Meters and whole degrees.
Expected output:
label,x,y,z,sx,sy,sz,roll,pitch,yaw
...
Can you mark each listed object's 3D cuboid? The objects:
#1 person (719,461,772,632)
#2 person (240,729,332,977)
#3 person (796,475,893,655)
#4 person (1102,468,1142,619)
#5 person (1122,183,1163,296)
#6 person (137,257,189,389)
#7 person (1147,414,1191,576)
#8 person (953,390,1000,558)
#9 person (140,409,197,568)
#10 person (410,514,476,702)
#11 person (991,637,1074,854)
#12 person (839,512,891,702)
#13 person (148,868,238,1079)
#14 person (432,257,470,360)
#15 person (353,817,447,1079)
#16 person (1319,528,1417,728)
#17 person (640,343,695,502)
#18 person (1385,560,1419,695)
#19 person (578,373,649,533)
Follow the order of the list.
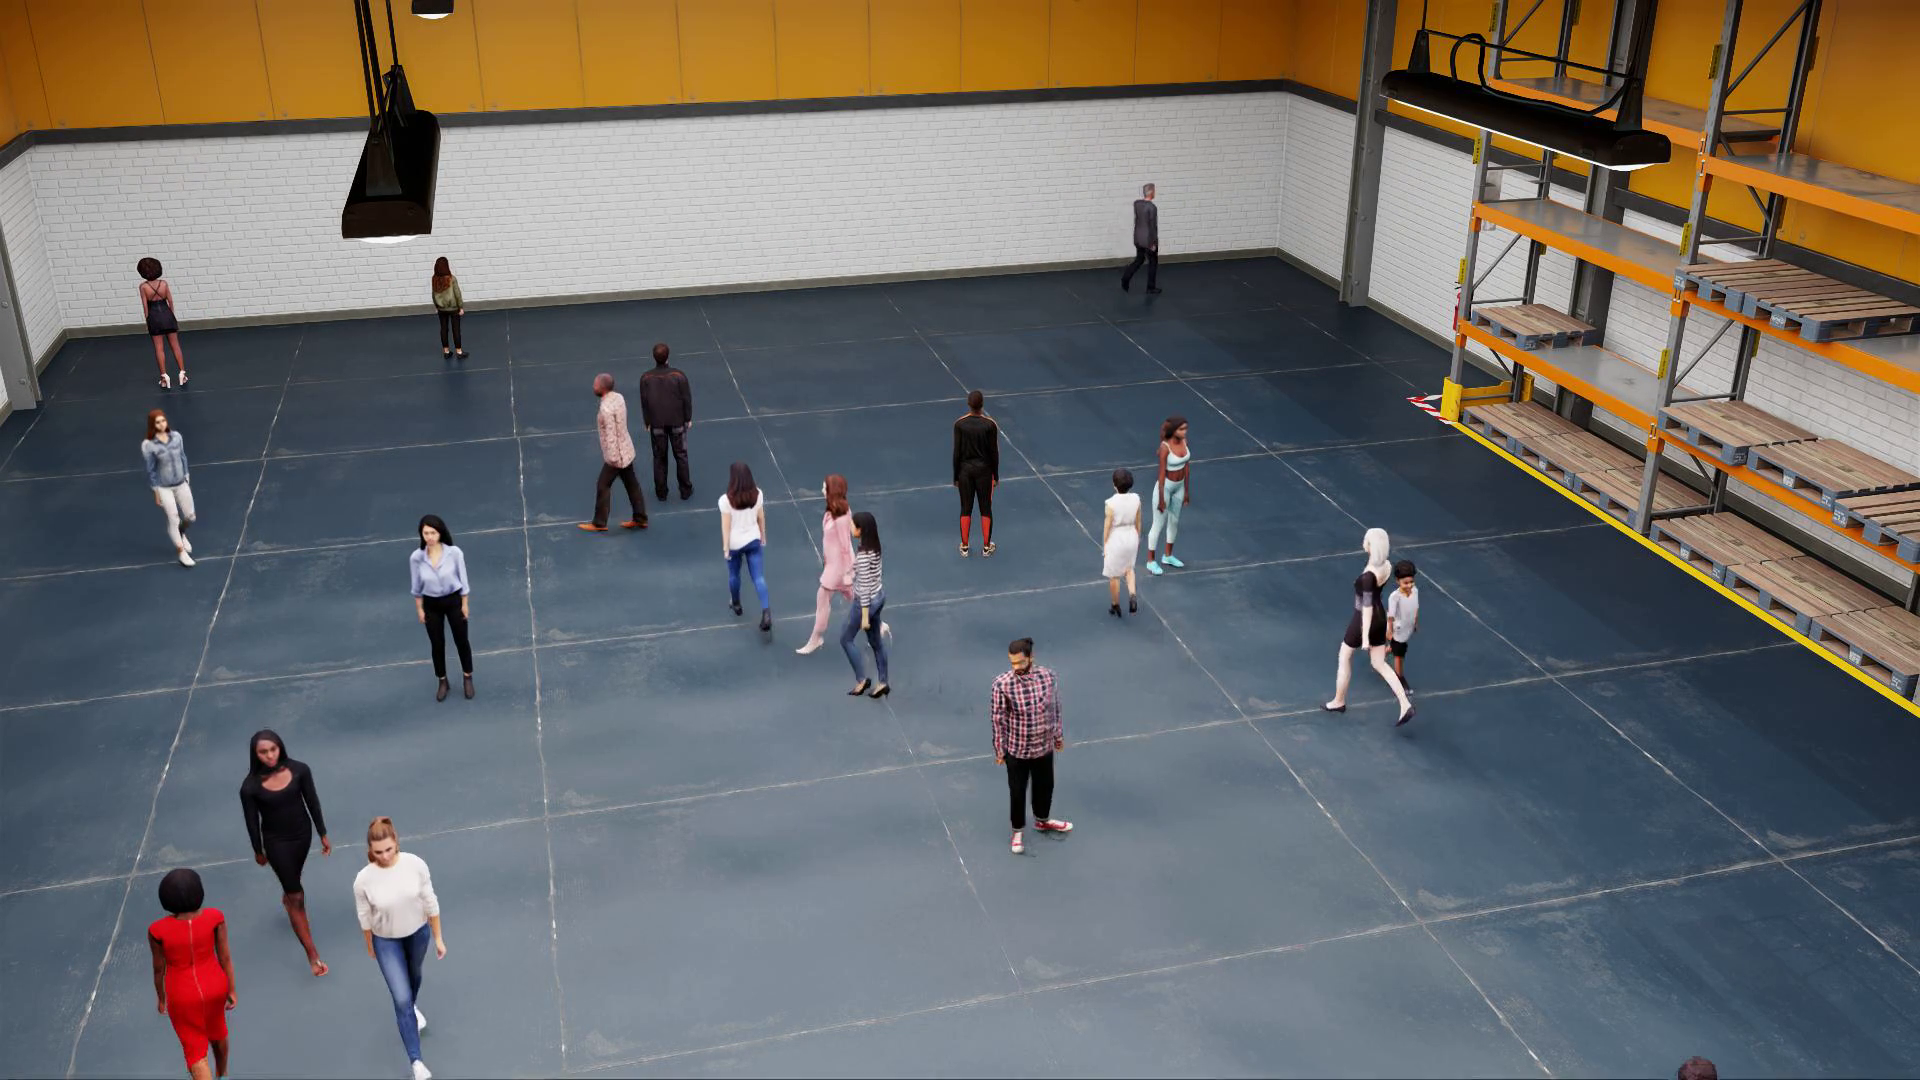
label,x,y,z,sx,sy,sz,roll,pitch,yaw
person,-1.998,0.101,15.738,0.787,1.655,1.170,-12,26,-25
person,-4.583,2.029,11.302,1.013,1.675,1.285,-20,31,-39
person,-1.014,0.247,15.272,0.755,1.761,1.082,-4,24,-9
person,1.585,0.067,15.951,0.614,1.546,0.738,-9,25,-21
person,2.942,-4.841,26.838,1.010,1.819,1.040,-16,28,-33
person,-10.836,-2.954,22.560,0.645,1.789,0.659,-18,30,-36
person,2.143,-0.487,17.000,0.640,1.721,0.664,-17,29,-34
person,0.160,-0.702,17.385,0.699,1.808,0.653,2,24,4
person,-8.202,-0.553,17.192,0.885,1.689,0.814,18,29,35
person,-4.500,0.584,14.523,0.638,1.744,0.534,-6,24,-13
person,0.548,1.496,12.436,0.850,1.744,0.604,-14,27,-30
person,-0.710,0.610,14.426,0.822,1.774,0.743,6,24,13
person,-4.421,2.716,9.674,0.825,1.719,1.113,-15,28,-31
person,-7.328,-3.328,23.807,0.656,1.475,0.635,3,24,8
person,-3.485,2.450,10.353,0.834,1.664,1.193,-14,27,-29
person,3.546,0.771,14.028,1.154,1.796,0.948,20,31,38
person,-3.308,-1.334,18.791,0.747,1.838,0.608,-3,24,-7
person,3.884,0.731,14.813,0.635,1.241,0.833,-16,28,-32
person,-3.606,-0.929,17.937,0.982,1.781,1.010,4,24,9
